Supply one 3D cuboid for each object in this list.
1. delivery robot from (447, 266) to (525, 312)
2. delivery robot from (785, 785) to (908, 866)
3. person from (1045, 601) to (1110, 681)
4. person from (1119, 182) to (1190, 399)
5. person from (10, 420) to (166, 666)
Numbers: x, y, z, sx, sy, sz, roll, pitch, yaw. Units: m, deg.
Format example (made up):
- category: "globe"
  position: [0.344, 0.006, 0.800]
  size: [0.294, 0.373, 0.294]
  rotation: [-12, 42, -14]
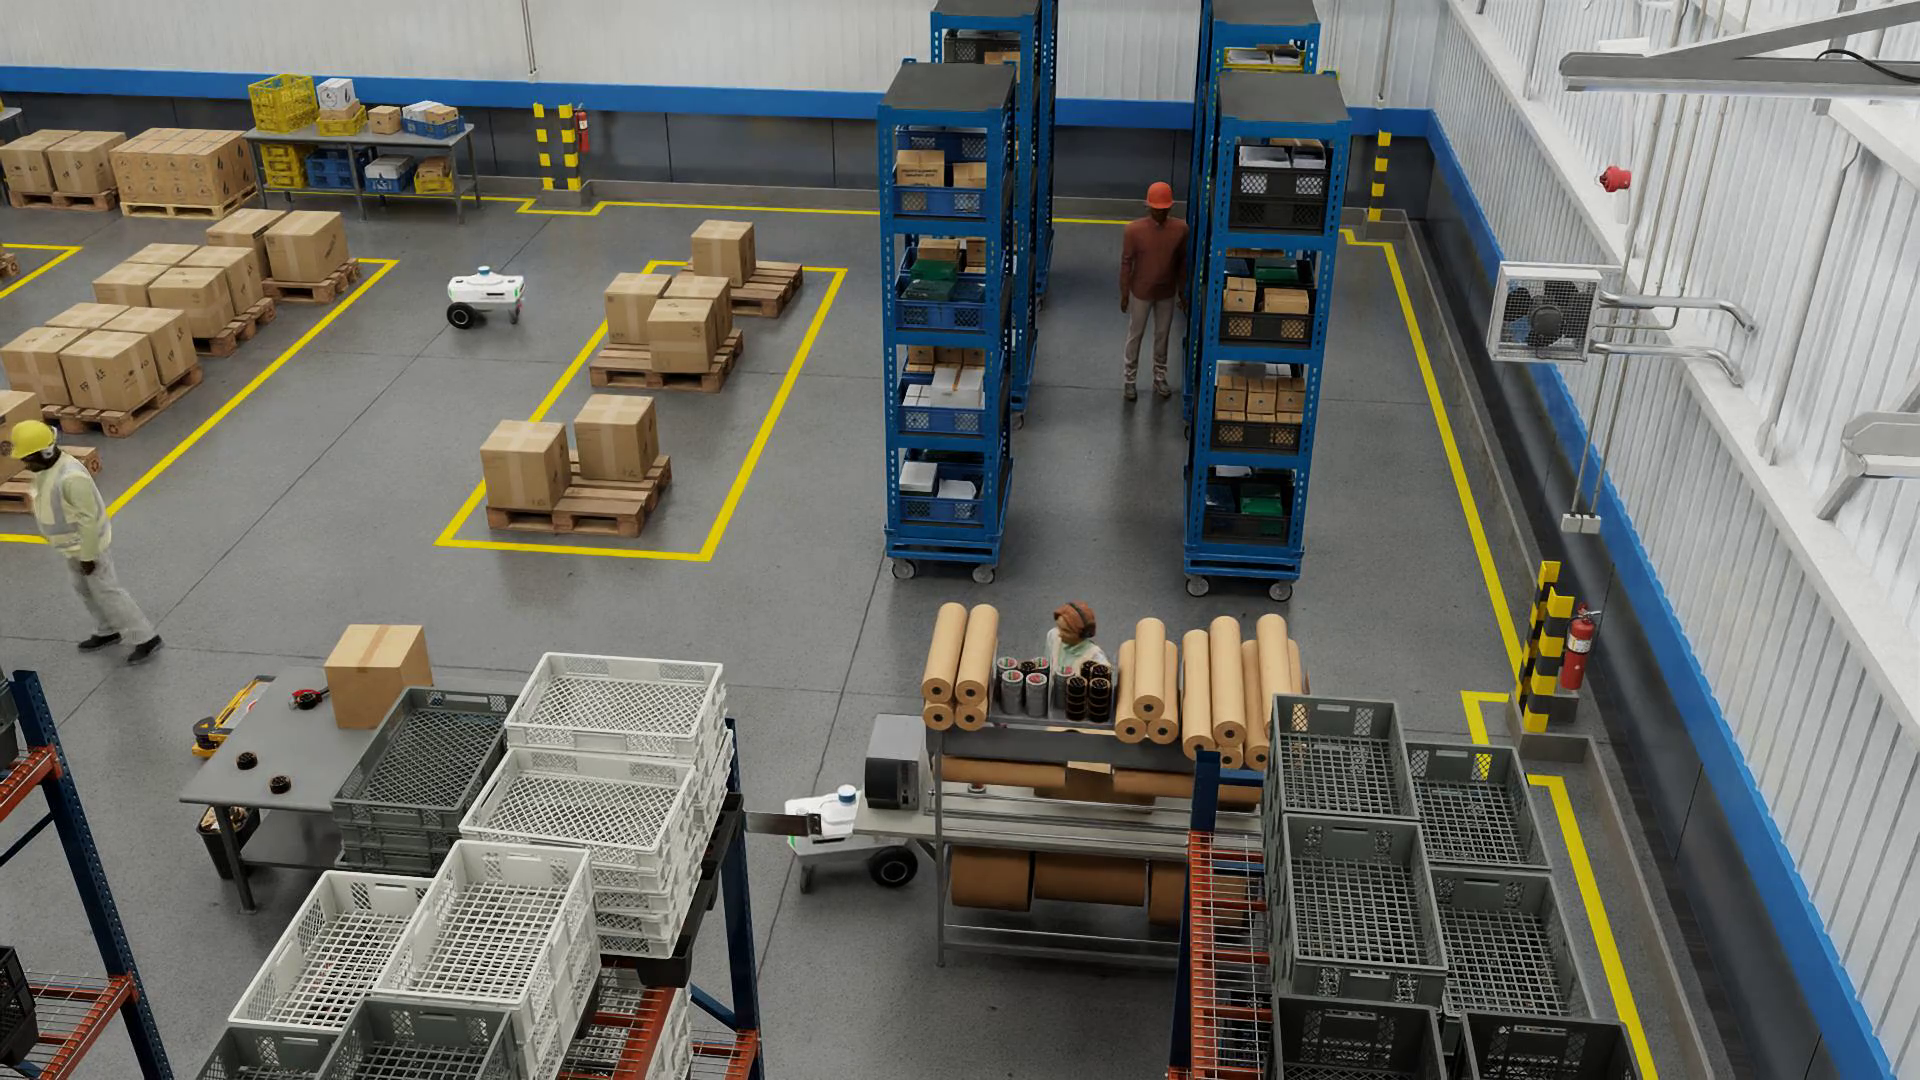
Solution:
- category: "delivery robot"
  position: [-4.698, -2.476, 16.529]
  size: [0.707, 0.478, 0.477]
  rotation: [0, 30, 0]
- category: "delivery robot"
  position: [-0.642, 1.619, 9.495]
  size: [0.707, 0.478, 0.477]
  rotation: [-5, 31, -8]
- category: "person"
  position: [0.648, 1.044, 9.508]
  size: [0.311, 1.632, 0.518]
  rotation: [-20, 36, -31]
- category: "person"
  position: [1.719, -2.207, 14.735]
  size: [0.624, 1.992, 0.390]
  rotation: [-6, 31, -9]
- category: "person"
  position: [-5.861, 0.000, 11.131]
  size: [0.704, 1.808, 0.519]
  rotation: [25, 39, 36]
